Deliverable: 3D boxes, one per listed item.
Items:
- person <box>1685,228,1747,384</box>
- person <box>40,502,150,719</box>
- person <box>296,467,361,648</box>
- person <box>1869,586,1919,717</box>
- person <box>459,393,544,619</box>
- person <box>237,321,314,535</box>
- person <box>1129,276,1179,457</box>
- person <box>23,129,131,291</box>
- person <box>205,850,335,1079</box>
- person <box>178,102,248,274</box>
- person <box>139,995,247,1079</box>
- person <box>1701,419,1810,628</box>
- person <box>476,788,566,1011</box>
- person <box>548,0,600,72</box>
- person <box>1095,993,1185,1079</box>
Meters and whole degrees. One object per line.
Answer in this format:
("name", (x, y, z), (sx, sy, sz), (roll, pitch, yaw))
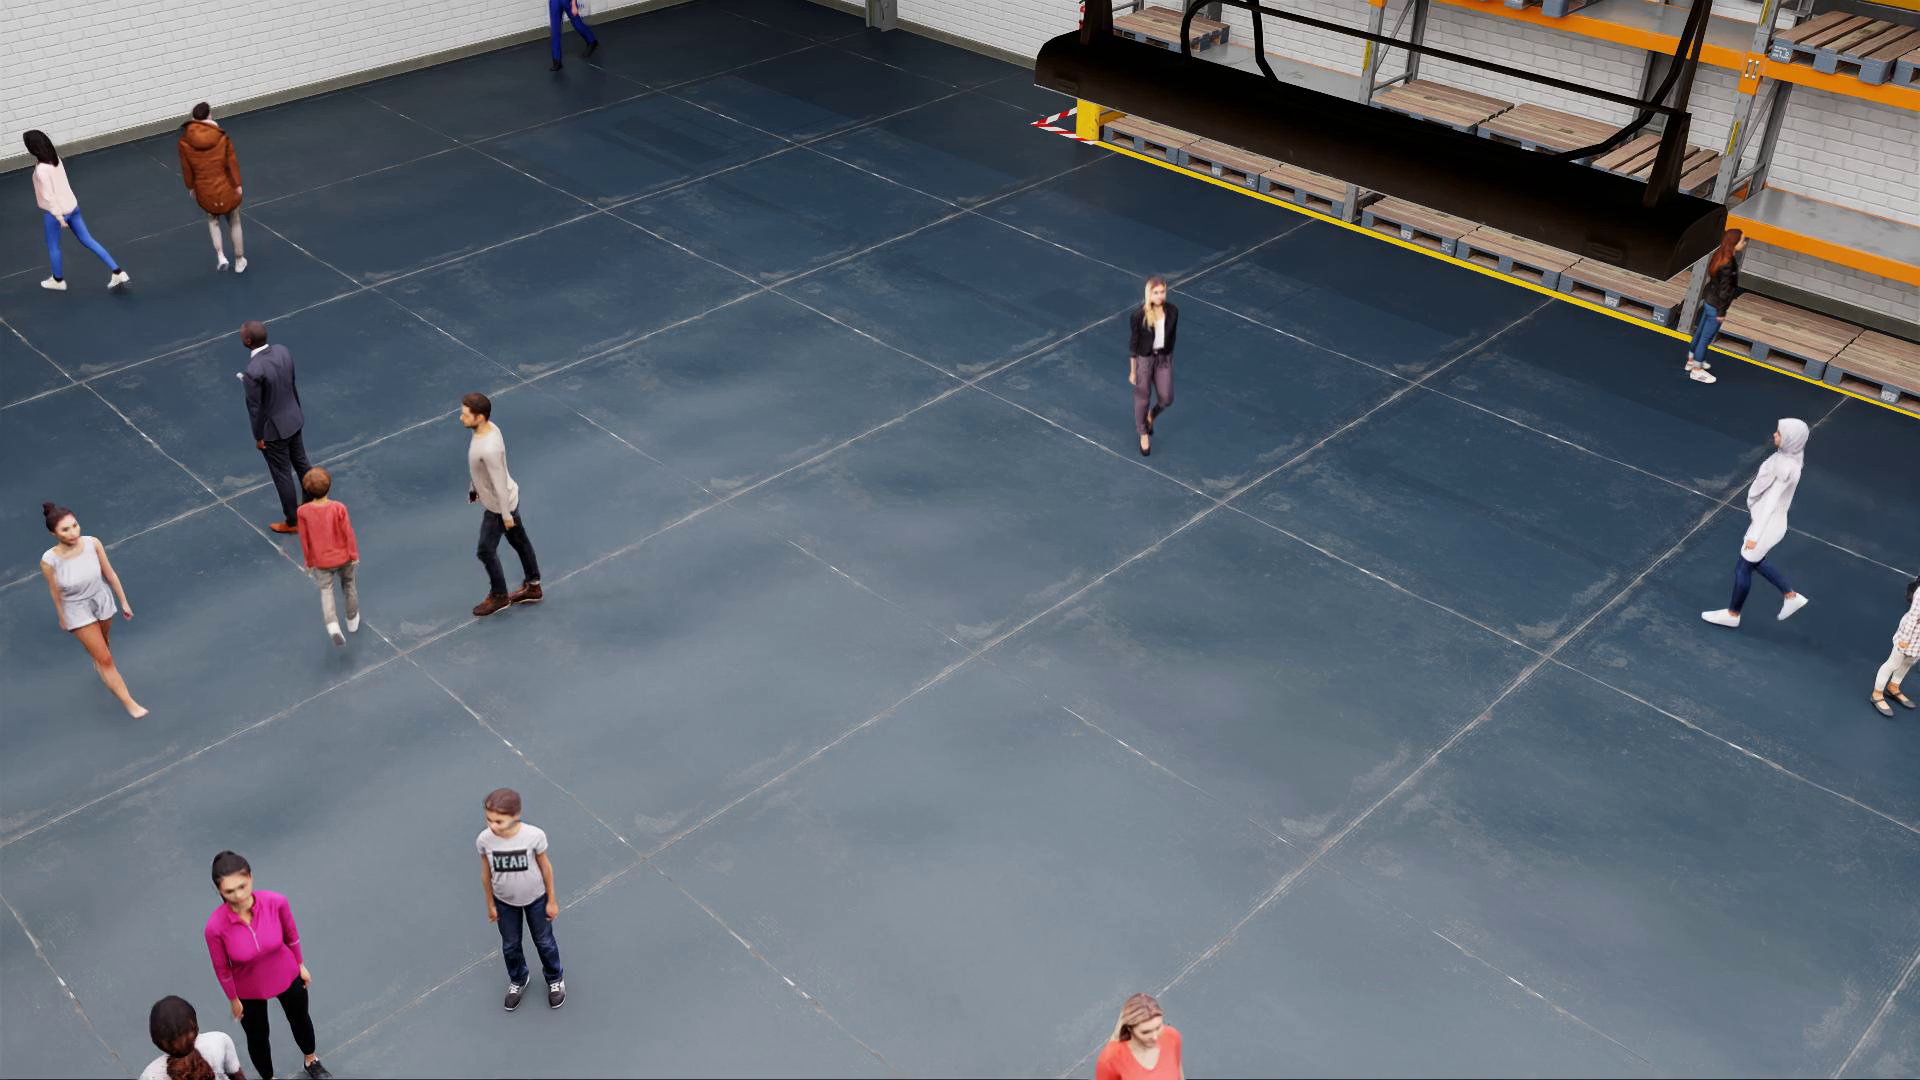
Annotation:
("person", (7.064, -2.219, 15.557), (0.668, 1.483, 0.643), (6, 34, 9))
("person", (-6.051, 0.443, 11.482), (1.114, 1.560, 0.671), (22, 40, 30))
("person", (-4.567, 0.147, 12.072), (0.745, 1.399, 0.873), (-6, 34, -9))
("person", (6.599, 0.608, 11.459), (0.596, 1.311, 0.598), (-14, 36, -20))
("person", (-3.324, -0.287, 12.322), (0.909, 1.846, 0.861), (-9, 35, -13))
("person", (-5.435, -0.911, 13.283), (0.797, 1.821, 0.796), (9, 35, 14))
("person", (1.622, -1.520, 14.343), (0.745, 1.661, 0.800), (-7, 34, -11))
("person", (-9.077, -3.334, 17.011), (1.240, 1.729, 1.115), (3, 34, 4))
("person", (-3.593, 2.273, 8.605), (0.605, 1.698, 0.593), (-23, 40, -30))
("person", (-7.762, -3.617, 17.353), (0.894, 1.822, 0.946), (-8, 34, -12))
("person", (-3.426, 2.843, 7.758), (1.118, 1.685, 0.726), (21, 39, 28))
("person", (5.935, -0.070, 12.071), (0.980, 1.763, 0.791), (17, 37, 24))
("person", (-2.429, 1.960, 9.198), (0.623, 1.562, 0.675), (-2, 34, -3))
("person", (-5.498, -7.567, 23.313), (1.338, 1.802, 1.133), (13, 36, 19))
("person", (0.797, 2.733, 7.960), (0.829, 1.645, 1.191), (-17, 37, -24))
